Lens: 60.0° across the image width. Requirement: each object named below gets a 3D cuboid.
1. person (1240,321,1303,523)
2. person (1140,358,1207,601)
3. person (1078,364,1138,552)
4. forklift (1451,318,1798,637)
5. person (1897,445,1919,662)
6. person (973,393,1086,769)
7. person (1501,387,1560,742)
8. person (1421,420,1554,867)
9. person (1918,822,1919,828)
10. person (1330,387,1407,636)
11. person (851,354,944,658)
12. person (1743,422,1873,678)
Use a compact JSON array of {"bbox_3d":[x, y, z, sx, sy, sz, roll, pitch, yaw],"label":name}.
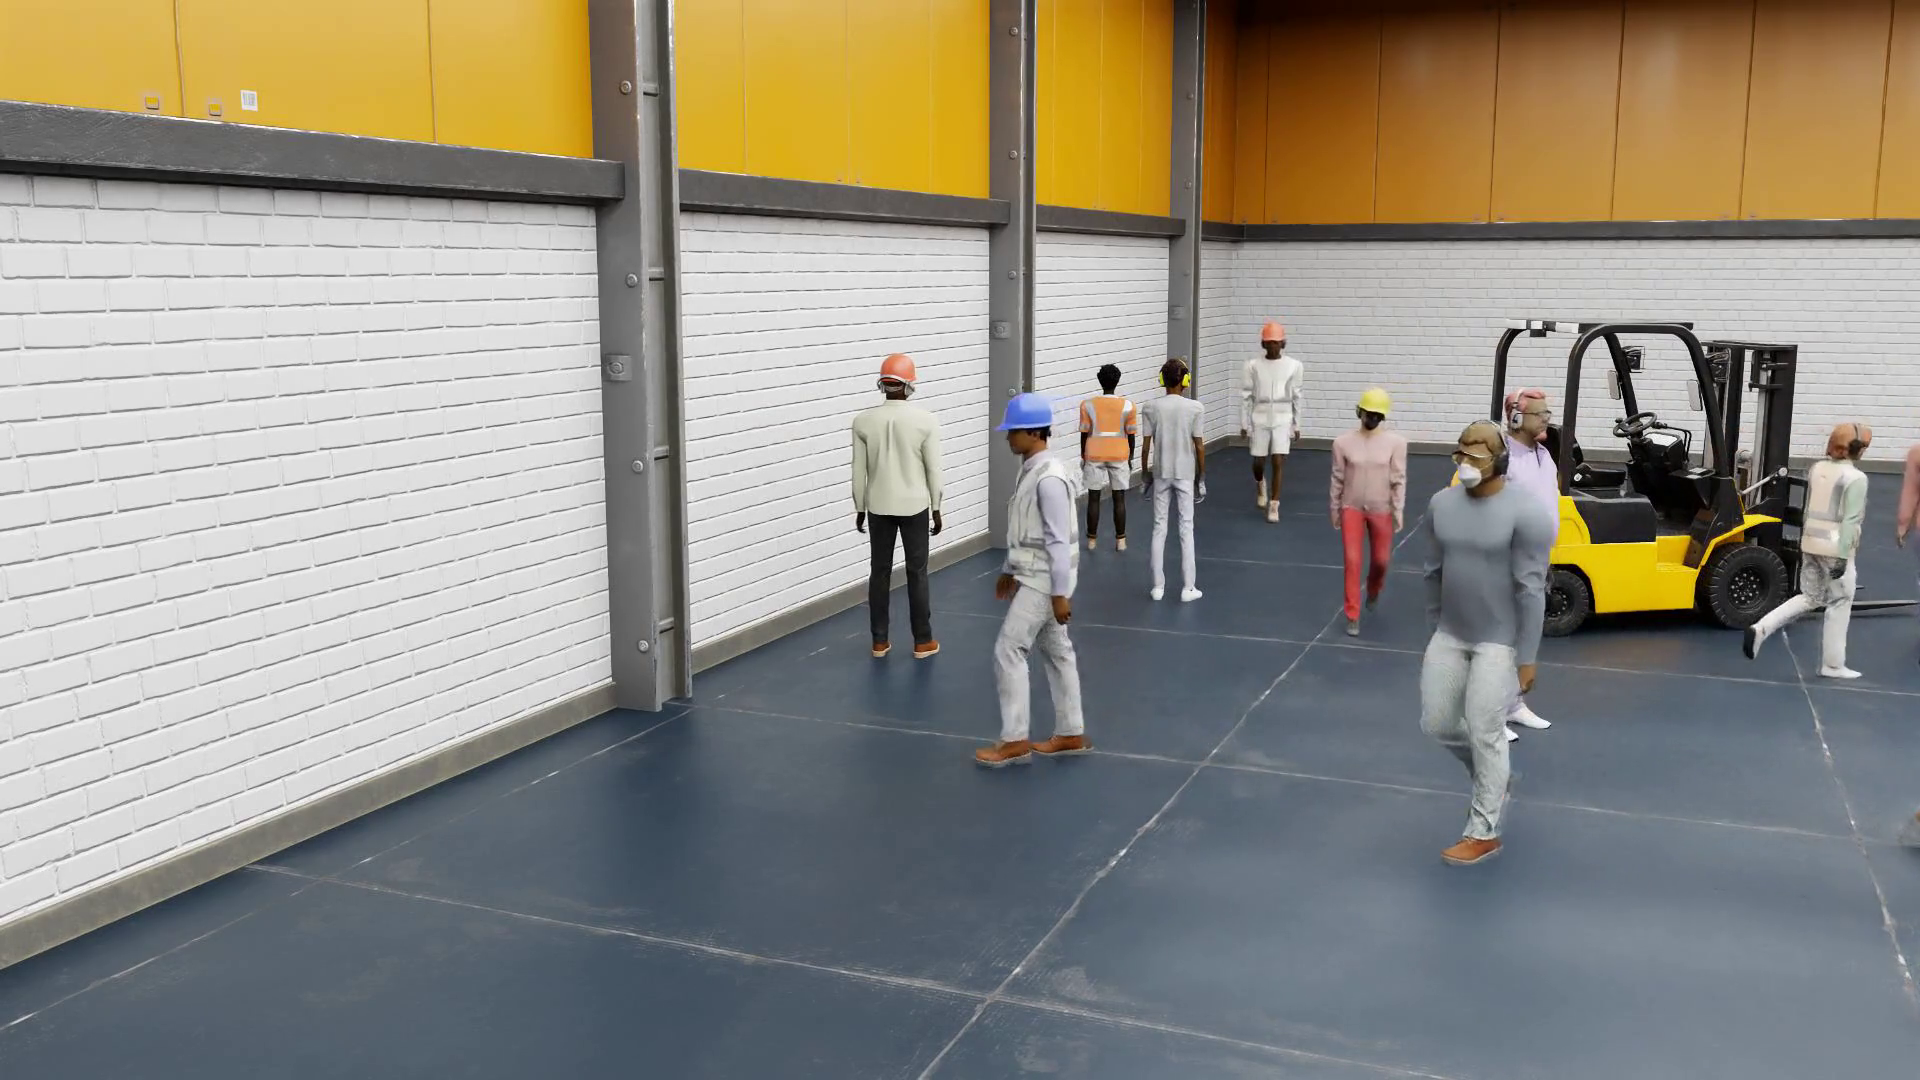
[{"bbox_3d":[3.160,-1.215,16.890,0.613,2.023,0.790,2,10,11],"label":"person"},{"bbox_3d":[1.636,-0.457,12.752,0.518,1.865,0.329,3,10,18],"label":"person"},{"bbox_3d":[1.325,-0.730,14.929,0.530,1.689,0.322,0,9,0],"label":"person"},{"bbox_3d":[4.706,-0.497,11.990,2.313,2.155,1.214,-2,10,-10],"label":"forklift"},{"bbox_3d":[6.482,-0.081,10.889,0.552,1.714,0.907,8,13,42],"label":"person"},{"bbox_3d":[0.328,0.205,8.573,0.759,1.916,0.621,0,9,-1],"label":"person"},{"bbox_3d":[3.053,0.123,9.089,0.638,1.913,0.407,-8,13,-42],"label":"person"},{"bbox_3d":[2.285,0.433,7.199,0.524,1.926,0.634,-7,12,-36],"label":"person"},{"bbox_3d":[4.508,0.520,6.800,0.631,1.886,1.045,-7,12,-38],"label":"person"},{"bbox_3d":[2.876,-0.232,11.754,0.521,1.734,0.737,2,10,14],"label":"person"},{"bbox_3d":[-0.401,-0.218,10.898,0.608,1.996,0.382,2,10,11],"label":"person"},{"bbox_3d":[5.296,0.074,10.278,0.630,1.615,0.516,-1,9,-6],"label":"person"}]
